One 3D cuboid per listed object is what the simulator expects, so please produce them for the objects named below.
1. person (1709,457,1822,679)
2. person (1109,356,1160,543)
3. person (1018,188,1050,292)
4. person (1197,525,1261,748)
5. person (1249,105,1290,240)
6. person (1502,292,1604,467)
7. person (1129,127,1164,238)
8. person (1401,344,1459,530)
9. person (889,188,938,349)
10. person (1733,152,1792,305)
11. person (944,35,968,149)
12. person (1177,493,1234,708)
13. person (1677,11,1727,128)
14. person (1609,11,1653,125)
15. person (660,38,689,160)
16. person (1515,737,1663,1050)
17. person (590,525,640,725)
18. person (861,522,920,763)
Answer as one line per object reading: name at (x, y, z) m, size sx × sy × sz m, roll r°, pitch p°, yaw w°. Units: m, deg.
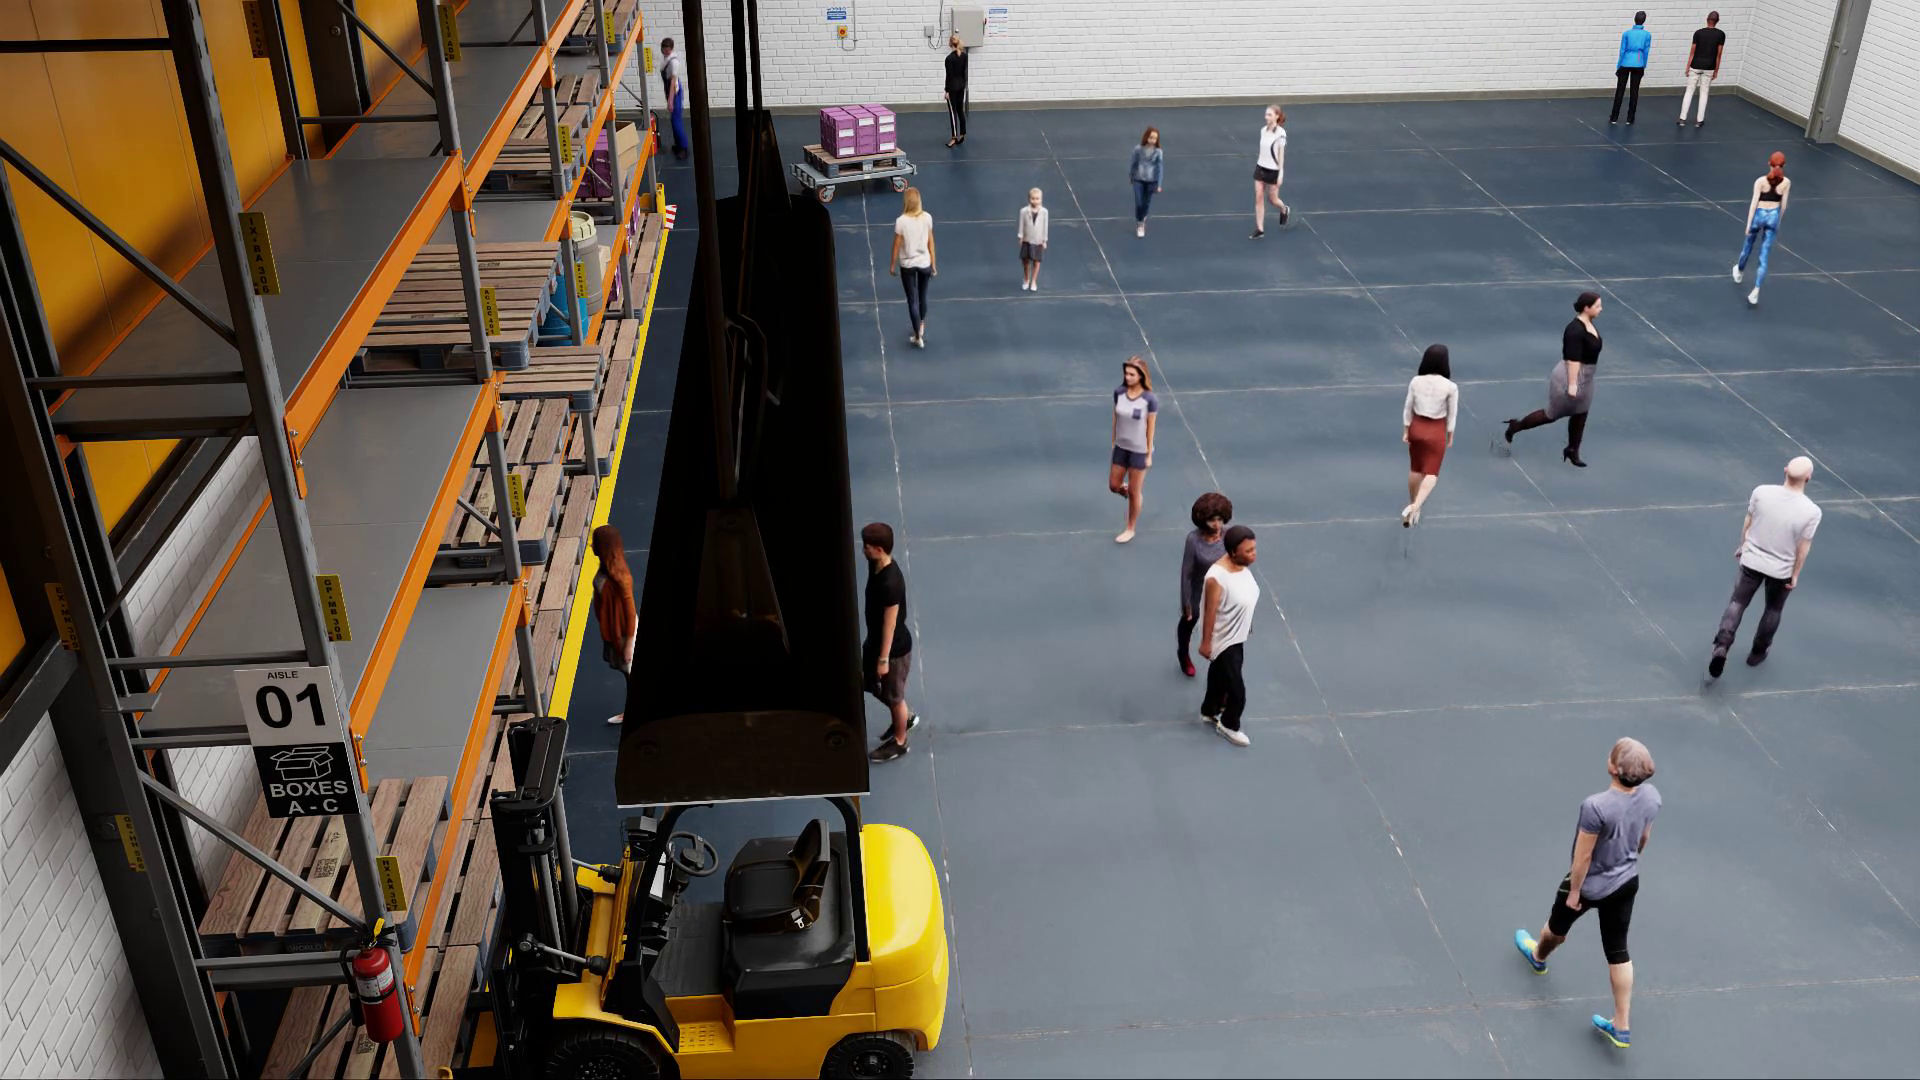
person at (6.014, 0.226, 12.468) m, size 1.106 × 1.810 × 1.158 m, roll 23°, pitch 36°, yaw 36°
person at (1.560, -0.813, 14.466) m, size 0.788 × 1.720 × 0.851 m, roll 21°, pitch 35°, yaw 33°
person at (0.890, -3.660, 20.157) m, size 0.553 × 1.267 × 0.587 m, roll 2°, pitch 29°, yaw 4°
person at (1.854, 0.636, 11.856) m, size 0.912 × 1.675 × 0.847 m, roll 16°, pitch 33°, yaw 27°
person at (4.106, -4.820, 21.799) m, size 0.982 × 1.732 × 0.954 m, roll -26°, pitch 38°, yaw -38°
person at (5.687, -1.509, 15.728) m, size 1.120 × 1.733 × 1.087 m, roll 19°, pitch 34°, yaw 31°
person at (2.425, -4.757, 21.981) m, size 0.649 × 1.447 × 0.791 m, roll 5°, pitch 29°, yaw 9°
person at (4.061, -0.842, 14.503) m, size 0.906 × 1.734 × 1.036 m, roll 15°, pitch 32°, yaw 25°
person at (-0.462, -2.977, 18.354) m, size 0.775 × 1.796 × 0.912 m, roll -10°, pitch 30°, yaw -18°
person at (9.506, -3.642, 19.645) m, size 0.869 × 1.727 × 1.296 m, roll 7°, pitch 29°, yaw 13°
person at (-0.065, -6.946, 25.723) m, size 0.749 × 1.707 × 0.698 m, roll 24°, pitch 37°, yaw 36°
person at (1.786, 0.364, 12.359) m, size 0.719 × 1.672 × 1.127 m, roll -8°, pitch 30°, yaw -14°
person at (11.974, -7.599, 26.821) m, size 0.722 × 1.802 × 0.709 m, roll 9°, pitch 30°, yaw 15°
person at (10.873, -7.655, 26.932) m, size 0.680 × 1.794 × 0.666 m, roll 8°, pitch 30°, yaw 14°
person at (-4.346, -6.750, 25.252) m, size 0.957 × 1.813 × 0.623 m, roll -3°, pitch 29°, yaw -6°
person at (3.623, 1.973, 9.230) m, size 0.827 × 1.843 × 1.282 m, roll -7°, pitch 29°, yaw -13°
person at (-2.376, 0.643, 11.795) m, size 0.745 × 1.722 × 0.619 m, roll -13°, pitch 31°, yaw -22°
person at (-0.417, 0.701, 11.558) m, size 0.842 × 1.846 × 0.743 m, roll -13°, pitch 31°, yaw -22°
